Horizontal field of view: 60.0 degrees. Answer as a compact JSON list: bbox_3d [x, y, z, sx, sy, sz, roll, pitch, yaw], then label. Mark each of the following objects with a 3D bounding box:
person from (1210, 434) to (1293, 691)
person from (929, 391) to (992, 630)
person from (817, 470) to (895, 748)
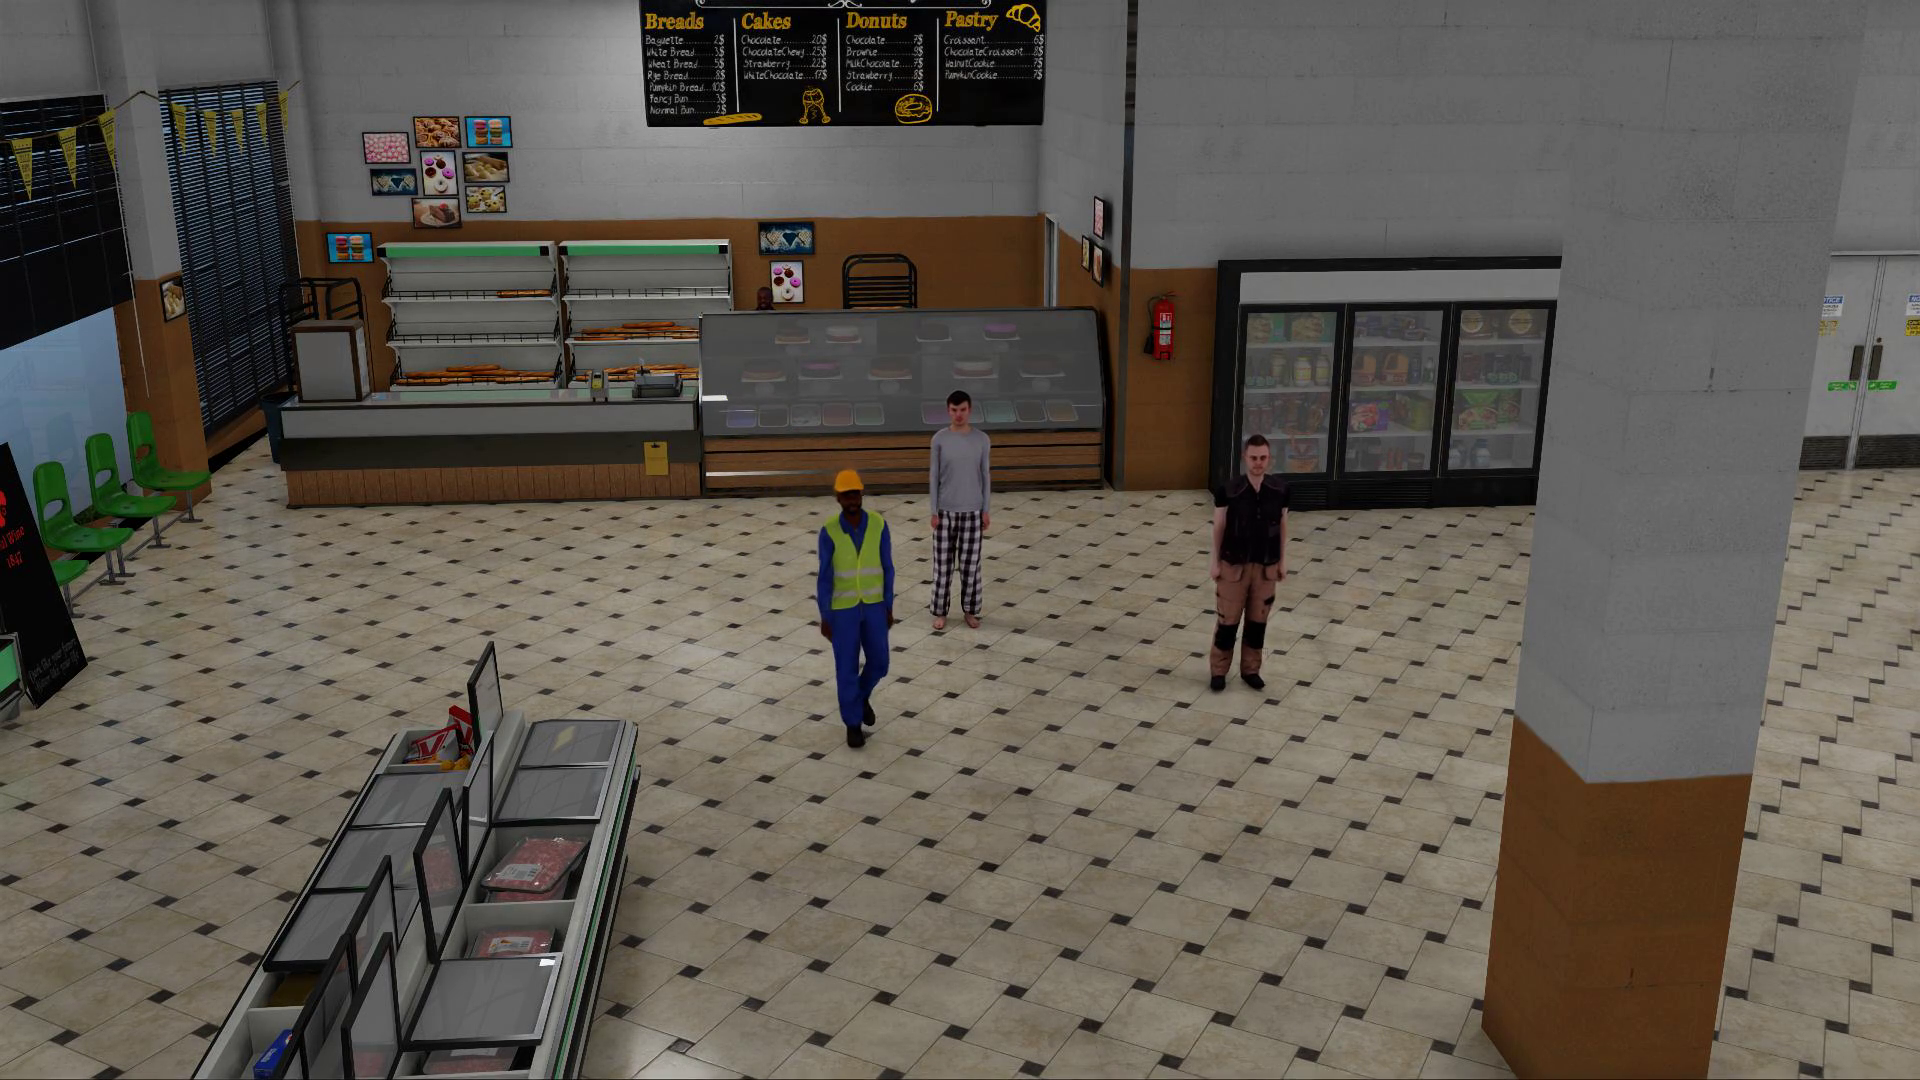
[{"bbox_3d":[1.988,0.155,11.448,0.675,1.826,0.601,-1,17,-3],"label":"person"},{"bbox_3d":[-0.009,-0.238,12.705,0.621,1.847,0.530,-1,17,-3],"label":"person"},{"bbox_3d":[-0.680,0.412,10.644,0.762,1.802,0.805,-6,18,-19],"label":"person"}]
